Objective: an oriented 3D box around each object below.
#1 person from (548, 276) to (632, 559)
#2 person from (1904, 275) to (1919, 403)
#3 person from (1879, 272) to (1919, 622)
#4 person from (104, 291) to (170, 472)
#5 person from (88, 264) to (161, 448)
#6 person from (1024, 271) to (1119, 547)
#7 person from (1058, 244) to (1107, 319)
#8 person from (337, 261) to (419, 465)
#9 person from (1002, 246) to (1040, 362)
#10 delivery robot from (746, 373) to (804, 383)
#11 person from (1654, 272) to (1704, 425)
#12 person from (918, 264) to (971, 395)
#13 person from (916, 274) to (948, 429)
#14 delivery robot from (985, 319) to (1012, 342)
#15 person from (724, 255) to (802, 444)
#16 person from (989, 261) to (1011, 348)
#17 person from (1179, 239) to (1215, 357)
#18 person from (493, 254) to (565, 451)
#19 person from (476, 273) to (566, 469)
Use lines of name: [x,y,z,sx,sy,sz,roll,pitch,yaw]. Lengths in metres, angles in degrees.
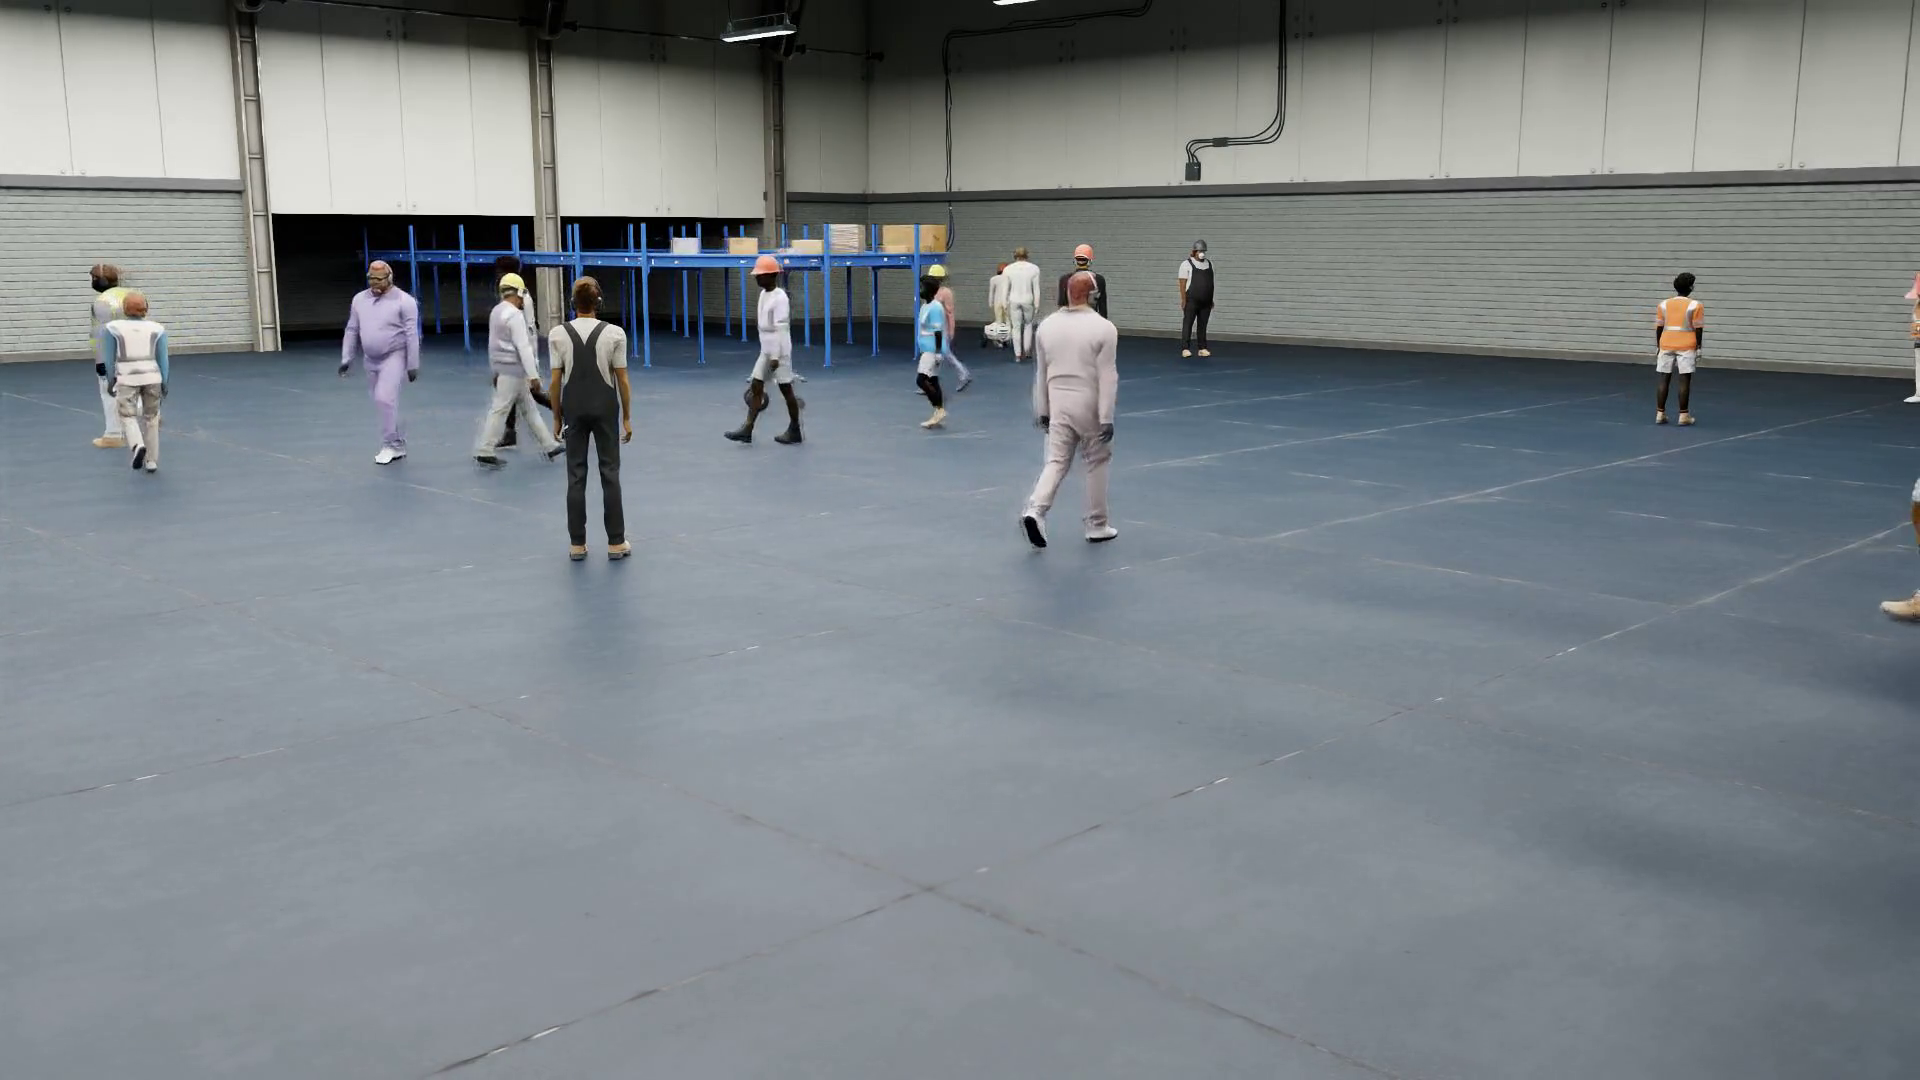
person: [-2.416,-0.797,10.910,0.515,1.843,0.333,-1,10,-5]
person: [12.189,-2.554,21.057,0.311,1.636,0.521,8,13,37]
person: [5.496,-0.515,8.955,0.648,1.998,0.831,-10,14,-44]
person: [-7.290,-1.396,14.779,0.521,1.619,0.505,-7,12,-32]
person: [-8.441,-1.842,16.643,0.540,1.830,0.649,0,10,1]
person: [0.777,-0.889,11.326,0.655,1.877,0.860,7,13,34]
person: [1.530,-2.685,20.789,0.622,1.993,0.382,2,11,9]
person: [-5.400,-1.637,15.420,0.661,1.868,0.728,4,11,22]
person: [1.025,-3.978,28.031,0.652,1.921,0.620,1,10,3]
delivery robot: [-2.271,-2.047,20.398,0.698,0.223,0.335,-2,11,-11]
person: [8.080,-2.151,18.697,0.317,1.695,0.540,-10,14,-42]
person: [-0.195,-2.841,22.385,0.866,1.733,0.534,-6,12,-30]
person: [-0.329,-2.053,18.197,0.380,1.685,0.535,-2,11,-9]
delivery robot: [0.719,-3.949,31.479,0.477,0.478,0.707,-3,11,-17]
person: [-1.987,-1.903,16.780,0.917,1.896,0.572,-6,12,-31]
person: [0.801,-4.446,31.415,0.513,1.611,0.519,-1,10,-6]
person: [4.193,-4.215,29.130,0.682,2.000,0.536,-4,11,-21]
person: [-4.272,-1.872,16.560,0.875,1.936,0.618,-7,12,-33]
person: [-4.036,-1.550,15.237,0.961,1.761,0.645,-6,12,-28]
